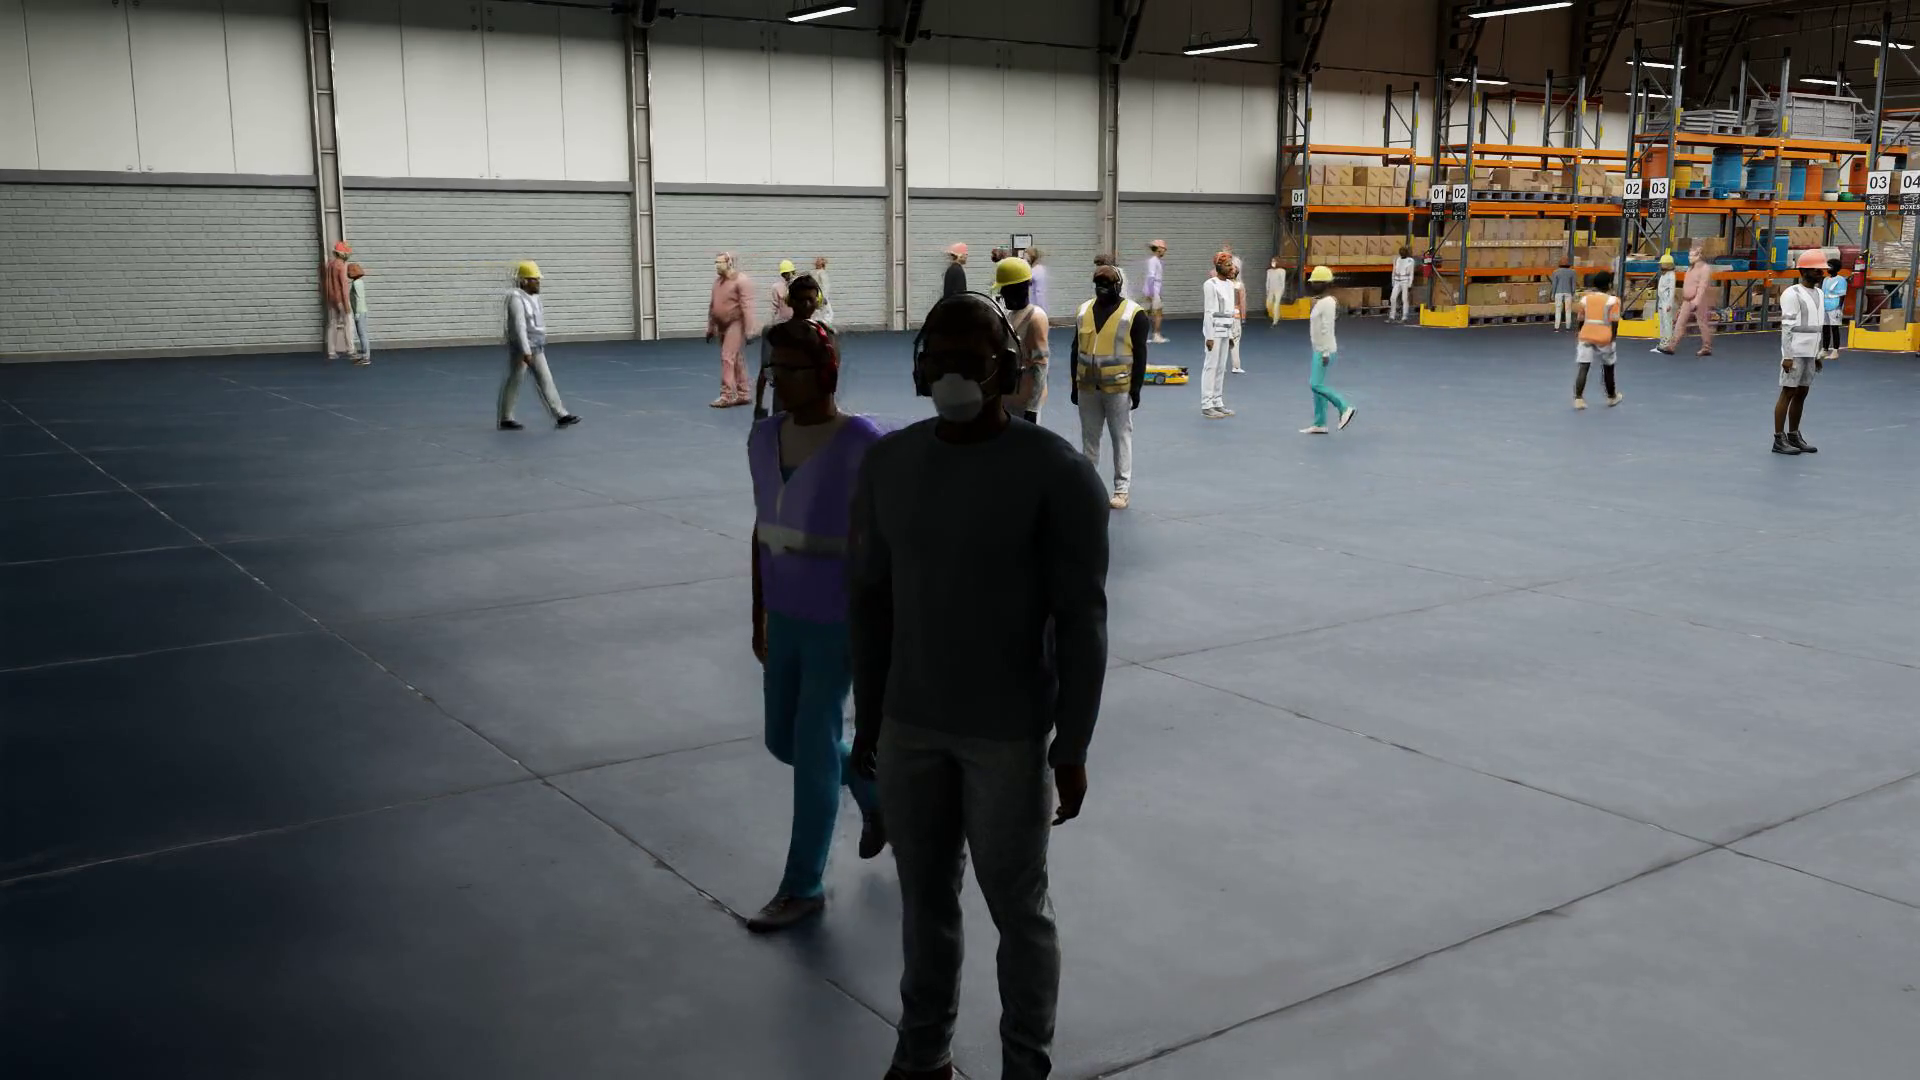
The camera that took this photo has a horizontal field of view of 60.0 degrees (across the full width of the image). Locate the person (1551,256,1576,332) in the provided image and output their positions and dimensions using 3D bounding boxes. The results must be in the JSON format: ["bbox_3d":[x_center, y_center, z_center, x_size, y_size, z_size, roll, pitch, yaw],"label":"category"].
[{"bbox_3d":[13.067,-5.319,36.035,0.501,1.632,0.280,1,10,7],"label":"person"}]

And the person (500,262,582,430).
[{"bbox_3d":[-4.520,-2.044,17.660,0.909,1.783,0.624,2,10,9],"label":"person"}]

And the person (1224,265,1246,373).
[{"bbox_3d":[4.093,-3.337,25.159,0.513,1.637,0.309,8,13,38],"label":"person"}]

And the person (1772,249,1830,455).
[{"bbox_3d":[8.012,-1.781,15.802,0.543,1.939,0.360,-6,12,-31],"label":"person"}]

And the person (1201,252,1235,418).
[{"bbox_3d":[2.966,-2.339,19.015,0.362,1.883,0.575,8,13,36],"label":"person"}]

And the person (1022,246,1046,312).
[{"bbox_3d":[0.918,-3.260,23.979,0.733,1.917,0.643,-1,10,-4],"label":"person"}]

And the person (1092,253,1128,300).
[{"bbox_3d":[2.377,-3.543,25.857,0.677,1.804,0.689,9,14,41],"label":"person"}]

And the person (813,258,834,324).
[{"bbox_3d":[-2.757,-4.837,33.376,0.389,1.625,0.548,-6,12,-28],"label":"person"}]

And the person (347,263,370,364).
[{"bbox_3d":[-9.757,-3.667,26.975,0.268,1.632,0.507,-3,11,-14],"label":"person"}]

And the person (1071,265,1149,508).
[{"bbox_3d":[1.109,-1.165,12.688,0.620,1.845,0.429,6,12,31],"label":"person"}]

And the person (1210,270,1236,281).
[{"bbox_3d":[5.261,-4.867,33.318,0.540,1.714,0.903,2,10,9],"label":"person"}]

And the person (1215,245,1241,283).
[{"bbox_3d":[5.940,-5.688,37.442,0.678,1.856,0.980,10,14,44],"label":"person"}]

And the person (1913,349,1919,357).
[{"bbox_3d":[16.547,-3.937,28.020,0.883,1.790,0.594,-5,12,-26],"label":"person"}]

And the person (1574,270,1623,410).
[{"bbox_3d":[7.655,-2.384,19.884,0.884,1.646,0.553,-10,14,-44],"label":"person"}]

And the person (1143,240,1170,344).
[{"bbox_3d":[3.761,-4.768,32.015,0.742,1.995,0.644,0,10,3],"label":"person"}]

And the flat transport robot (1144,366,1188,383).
[{"bbox_3d":[2.503,-2.348,23.483,1.431,0.197,0.652,1,10,7],"label":"flat transport robot"}]

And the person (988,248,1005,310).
[{"bbox_3d":[0.777,-4.897,33.181,0.445,1.831,0.650,1,10,7],"label":"person"}]

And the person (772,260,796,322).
[{"bbox_3d":[-2.433,-3.190,24.092,0.557,1.734,0.712,1,10,7],"label":"person"}]

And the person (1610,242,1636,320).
[{"bbox_3d":[15.887,-6.187,39.985,0.884,1.935,0.610,-7,13,-36],"label":"person"}]

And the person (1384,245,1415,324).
[{"bbox_3d":[10.360,-6.010,39.209,0.829,1.853,0.590,-10,14,-43],"label":"person"}]

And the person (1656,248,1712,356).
[{"bbox_3d":[12.620,-4.104,28.736,0.979,1.855,0.656,-2,10,-9],"label":"person"}]

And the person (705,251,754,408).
[{"bbox_3d":[-2.861,-2.535,20.113,0.847,1.871,0.671,-9,14,-42],"label":"person"}]

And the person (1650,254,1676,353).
[{"bbox_3d":[12.546,-4.203,29.614,0.323,1.742,0.492,1,10,3],"label":"person"}]

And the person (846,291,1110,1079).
[{"bbox_3d":[0.016,0.422,3.721,0.636,1.939,0.358,6,12,31],"label":"person"}]

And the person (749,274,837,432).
[{"bbox_3d":[-1.063,-0.782,10.668,0.579,1.808,1.005,-1,10,-8],"label":"person"}]

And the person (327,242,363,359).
[{"bbox_3d":[-10.411,-4.006,27.962,0.533,1.972,0.662,-10,14,-43],"label":"person"}]

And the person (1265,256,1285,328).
[{"bbox_3d":[7.129,-5.601,37.628,0.360,1.621,0.500,-10,14,-44],"label":"person"}]

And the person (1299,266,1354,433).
[{"bbox_3d":[3.811,-1.964,17.308,0.468,1.759,0.535,0,10,0],"label":"person"}]

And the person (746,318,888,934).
[{"bbox_3d":[-0.400,0.235,5.071,0.568,1.825,0.669,9,14,42],"label":"person"}]

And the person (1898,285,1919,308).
[{"bbox_3d":[19.195,-4.985,33.408,0.631,1.933,0.363,5,12,27],"label":"person"}]

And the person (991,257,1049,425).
[{"bbox_3d":[0.401,-0.965,11.388,0.382,1.917,0.585,-4,11,-19],"label":"person"}]

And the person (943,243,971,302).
[{"bbox_3d":[0.067,-3.396,24.601,0.961,1.951,0.652,-4,11,-20],"label":"person"}]

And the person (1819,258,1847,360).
[{"bbox_3d":[14.653,-3.881,27.976,0.317,1.695,0.540,-1,10,-8],"label":"person"}]
